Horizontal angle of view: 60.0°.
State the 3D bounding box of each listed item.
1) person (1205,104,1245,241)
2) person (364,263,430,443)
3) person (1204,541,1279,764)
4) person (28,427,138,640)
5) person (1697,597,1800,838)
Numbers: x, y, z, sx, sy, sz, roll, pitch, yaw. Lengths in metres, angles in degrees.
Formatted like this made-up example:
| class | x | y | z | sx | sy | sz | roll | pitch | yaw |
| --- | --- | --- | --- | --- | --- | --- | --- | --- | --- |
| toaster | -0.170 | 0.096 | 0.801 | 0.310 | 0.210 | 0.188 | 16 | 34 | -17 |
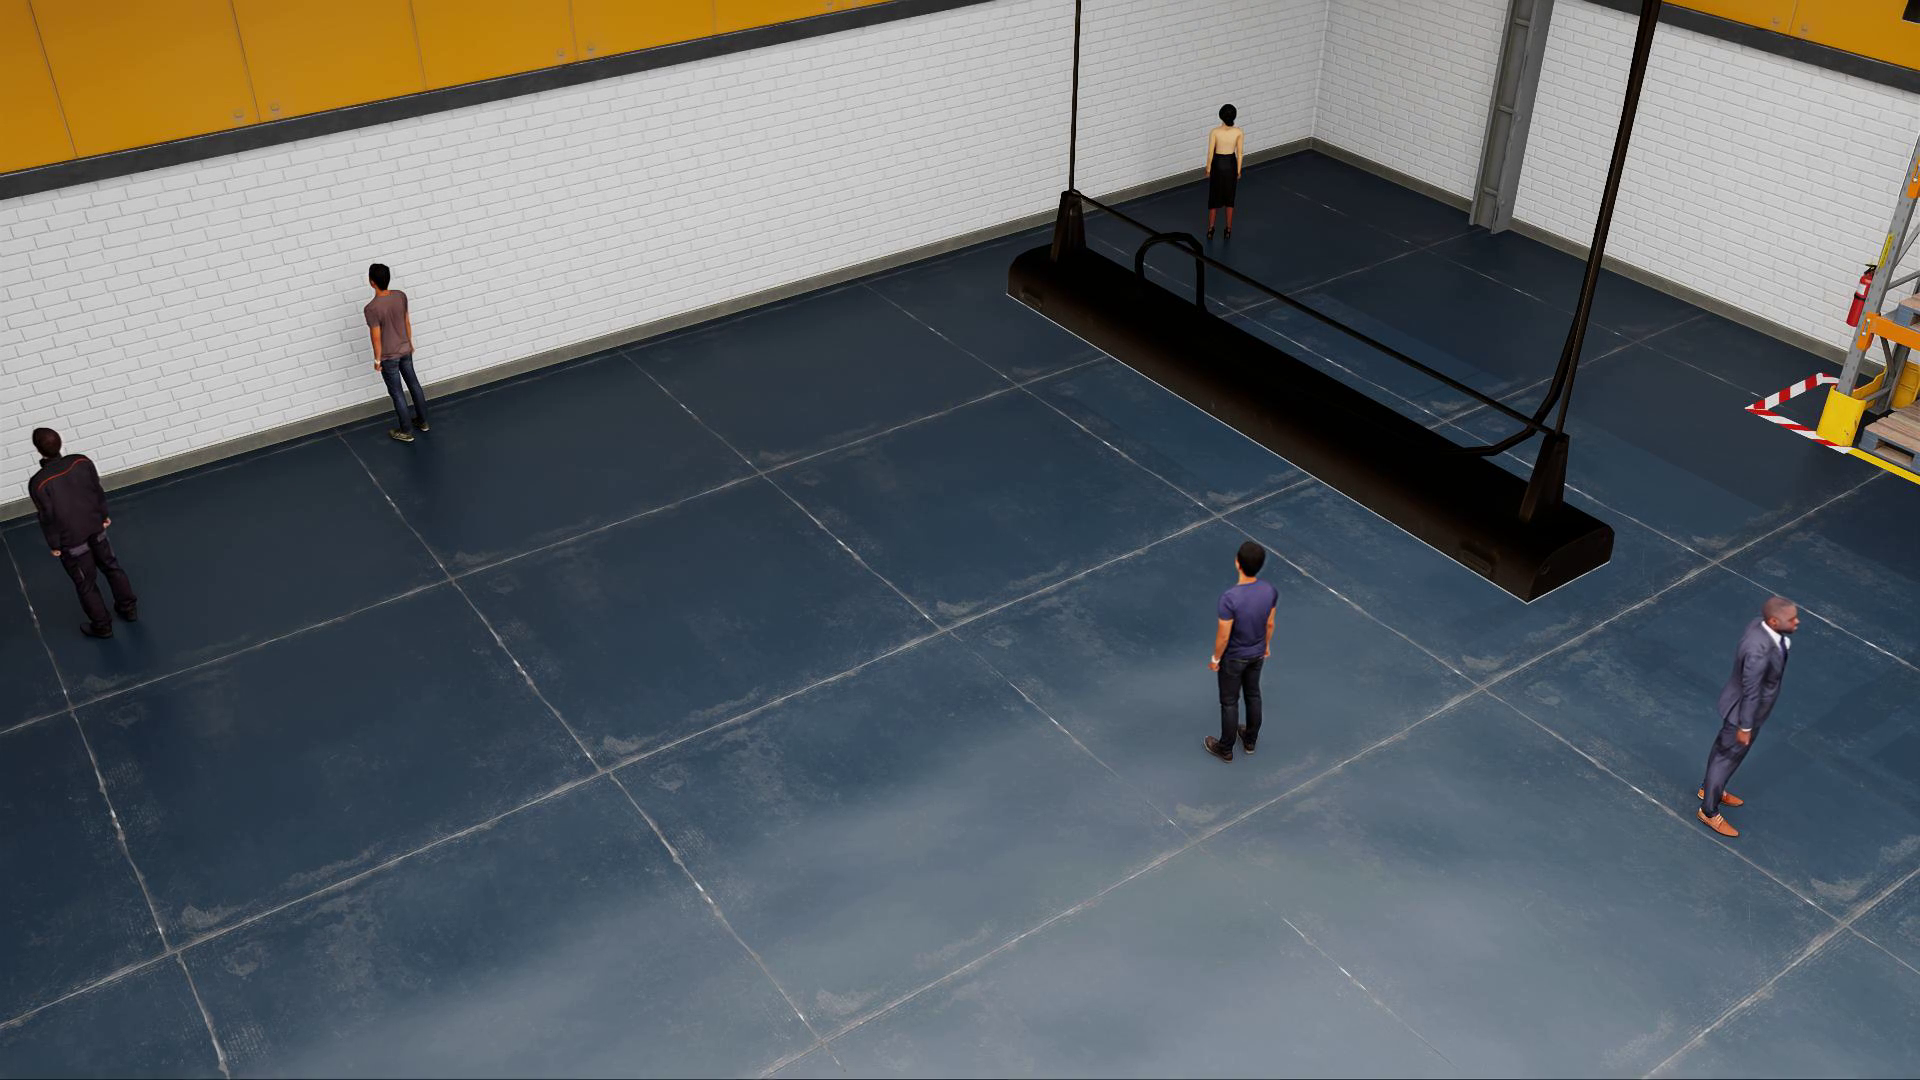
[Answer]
| class | x | y | z | sx | sy | sz | roll | pitch | yaw |
| --- | --- | --- | --- | --- | --- | --- | --- | --- | --- |
| person | 3.112 | -4.346 | 19.639 | 0.666 | 1.653 | 0.707 | 1 | 34 | 2 |
| person | -5.311 | -1.775 | 15.657 | 0.681 | 1.779 | 0.699 | 19 | 38 | 26 |
| person | 1.998 | 0.798 | 11.776 | 0.683 | 1.790 | 0.571 | -15 | 36 | -21 |
| person | -6.902 | -0.065 | 13.031 | 0.762 | 1.838 | 0.801 | 16 | 37 | 22 |
| person | 5.302 | 1.139 | 11.231 | 0.775 | 1.824 | 0.786 | 17 | 37 | 23 |
